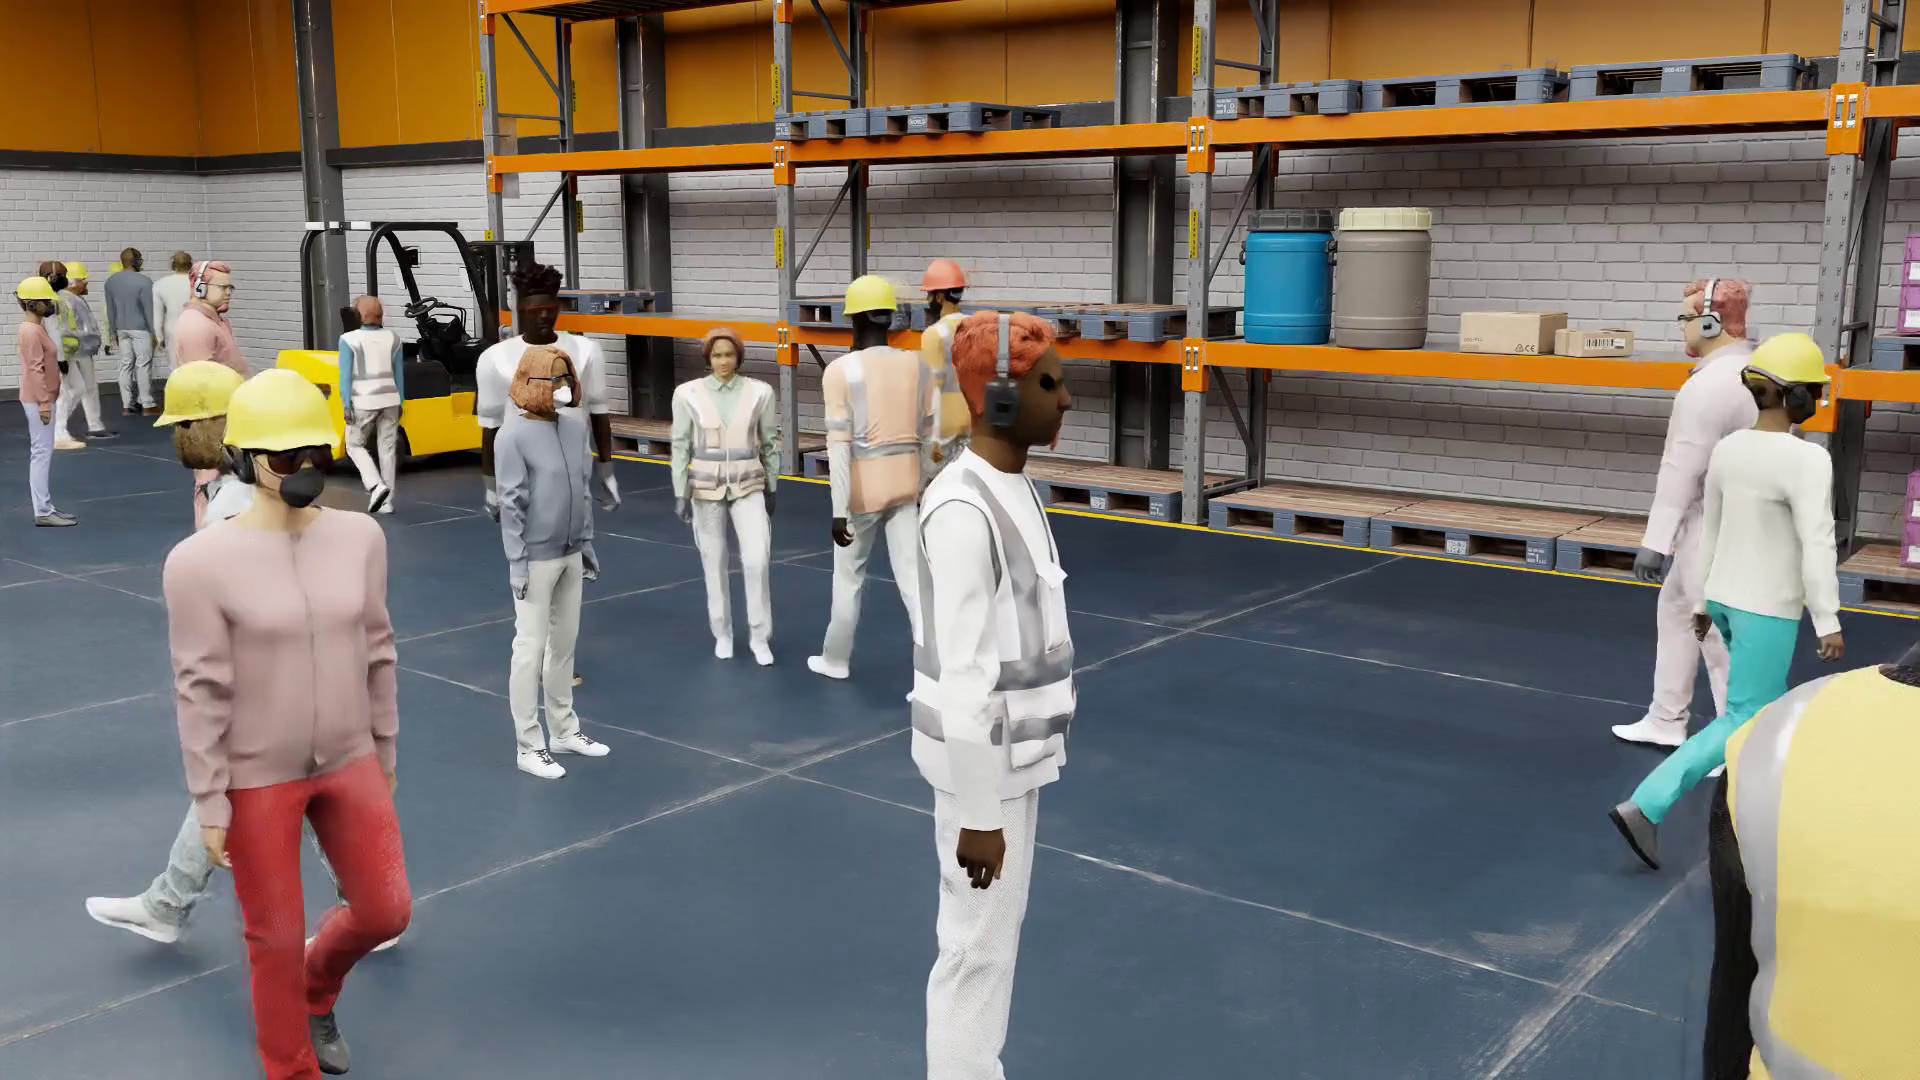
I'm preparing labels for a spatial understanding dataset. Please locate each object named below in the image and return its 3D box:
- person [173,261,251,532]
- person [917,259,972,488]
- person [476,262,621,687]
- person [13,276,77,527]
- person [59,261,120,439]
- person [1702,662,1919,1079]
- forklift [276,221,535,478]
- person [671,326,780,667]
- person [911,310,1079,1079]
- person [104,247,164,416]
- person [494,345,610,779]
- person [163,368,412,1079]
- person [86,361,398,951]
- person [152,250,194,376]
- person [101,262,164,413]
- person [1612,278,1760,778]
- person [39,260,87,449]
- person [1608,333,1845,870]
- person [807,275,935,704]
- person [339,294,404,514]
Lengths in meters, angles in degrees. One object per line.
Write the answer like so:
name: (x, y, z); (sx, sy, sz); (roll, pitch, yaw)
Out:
person: (-4.272, -0.644, 9.589); (0.402, 1.904, 0.639); (-4, 11, -23)
person: (-0.009, -0.697, 9.844); (0.840, 1.916, 0.547); (9, 14, 42)
person: (-1.957, -0.331, 7.796); (0.622, 1.936, 0.829); (-7, 12, -34)
person: (-6.495, -0.977, 11.807); (0.313, 1.767, 0.534); (-5, 11, -27)
person: (-9.008, -1.919, 16.899); (0.671, 1.815, 0.604); (-3, 11, -19)
person: (1.038, 0.801, 1.796); (0.680, 1.819, 0.631); (-4, 11, -20)
forklift: (-4.922, -1.741, 14.854); (1.214, 2.155, 2.313); (8, 13, 38)
person: (-1.105, -0.196, 7.903); (0.523, 1.619, 0.588); (-2, 10, -12)
person: (0.077, 0.472, 3.451); (0.343, 1.882, 0.586); (2, 10, 10)
person: (-9.540, -2.401, 19.219); (0.632, 1.936, 0.359); (3, 11, 16)
person: (-1.558, 0.074, 6.349); (0.280, 1.633, 0.500); (4, 11, 22)
person: (-1.468, 0.500, 3.653); (0.445, 1.758, 0.523); (8, 13, 39)
person: (-2.024, 0.361, 4.562); (0.899, 1.688, 0.496); (-2, 10, -13)
person: (-8.664, -2.273, 18.590); (0.647, 1.914, 0.789); (-3, 11, -16)
person: (-9.719, -2.366, 19.521); (0.604, 1.758, 0.936); (-2, 10, -8)
person: (2.749, -0.040, 6.293); (0.780, 1.877, 0.662); (9, 14, 41)
person: (-8.747, -1.782, 16.113); (0.445, 1.830, 0.648); (-4, 11, -22)
person: (2.484, 0.206, 5.328); (0.790, 1.737, 0.527); (-1, 10, -6)
person: (-0.342, -0.225, 7.352); (0.605, 1.879, 1.007); (-7, 12, -35)
person: (-4.277, -0.975, 12.174); (0.414, 1.630, 0.518); (10, 14, 44)
